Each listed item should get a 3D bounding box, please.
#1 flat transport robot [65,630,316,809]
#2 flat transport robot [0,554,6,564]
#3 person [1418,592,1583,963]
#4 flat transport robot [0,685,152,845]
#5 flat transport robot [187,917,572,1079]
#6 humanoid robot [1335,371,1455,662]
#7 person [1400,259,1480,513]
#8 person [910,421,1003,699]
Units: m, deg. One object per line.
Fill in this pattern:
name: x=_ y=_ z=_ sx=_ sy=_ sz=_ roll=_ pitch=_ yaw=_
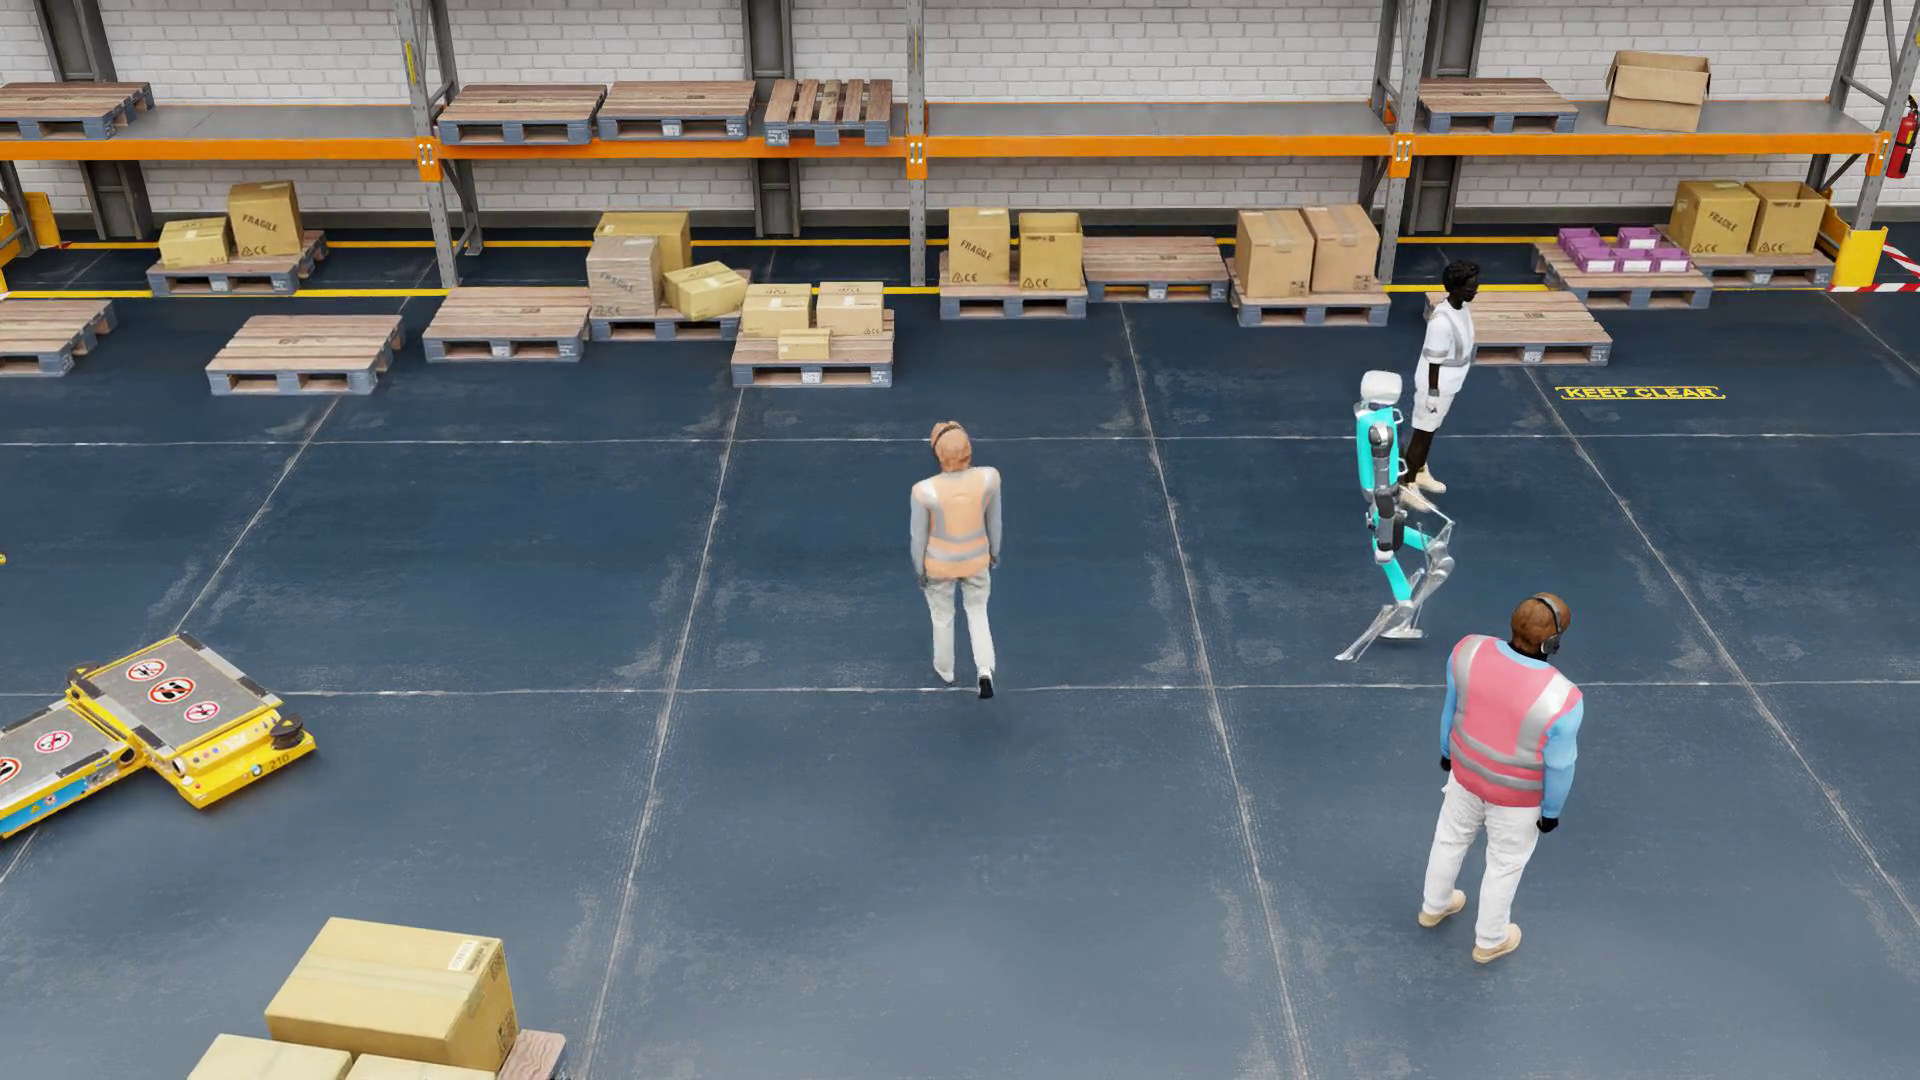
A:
flat transport robot: x=-4.135 y=0.918 z=8.882 sx=1.431 sy=0.231 sz=0.659 roll=24 pitch=38 yaw=34
flat transport robot: x=-6.698 y=0.092 z=10.258 sx=1.431 sy=0.231 sz=0.659 roll=12 pitch=33 yaw=19
person: x=2.345 y=1.022 z=7.197 sx=0.431 sy=1.837 sz=0.630 roll=-24 pitch=39 yaw=-34
flat transport robot: x=-4.762 y=1.212 z=8.394 sx=0.659 sy=0.231 sz=1.431 roll=22 pitch=37 yaw=32
flat transport robot: x=-2.118 y=2.488 z=6.269 sx=1.431 sy=0.231 sz=0.659 roll=5 pitch=31 yaw=8
humanoid robot: x=2.471 y=-0.083 z=9.153 sx=0.907 sy=1.776 sz=0.542 roll=2 pitch=31 yaw=4
person: x=3.094 y=-1.008 z=10.700 sx=0.320 sy=1.695 sz=0.536 roll=17 pitch=35 yaw=25
person: x=-0.005 y=0.137 z=8.858 sx=0.525 sy=1.622 sz=0.537 roll=-8 pitch=32 yaw=-14
